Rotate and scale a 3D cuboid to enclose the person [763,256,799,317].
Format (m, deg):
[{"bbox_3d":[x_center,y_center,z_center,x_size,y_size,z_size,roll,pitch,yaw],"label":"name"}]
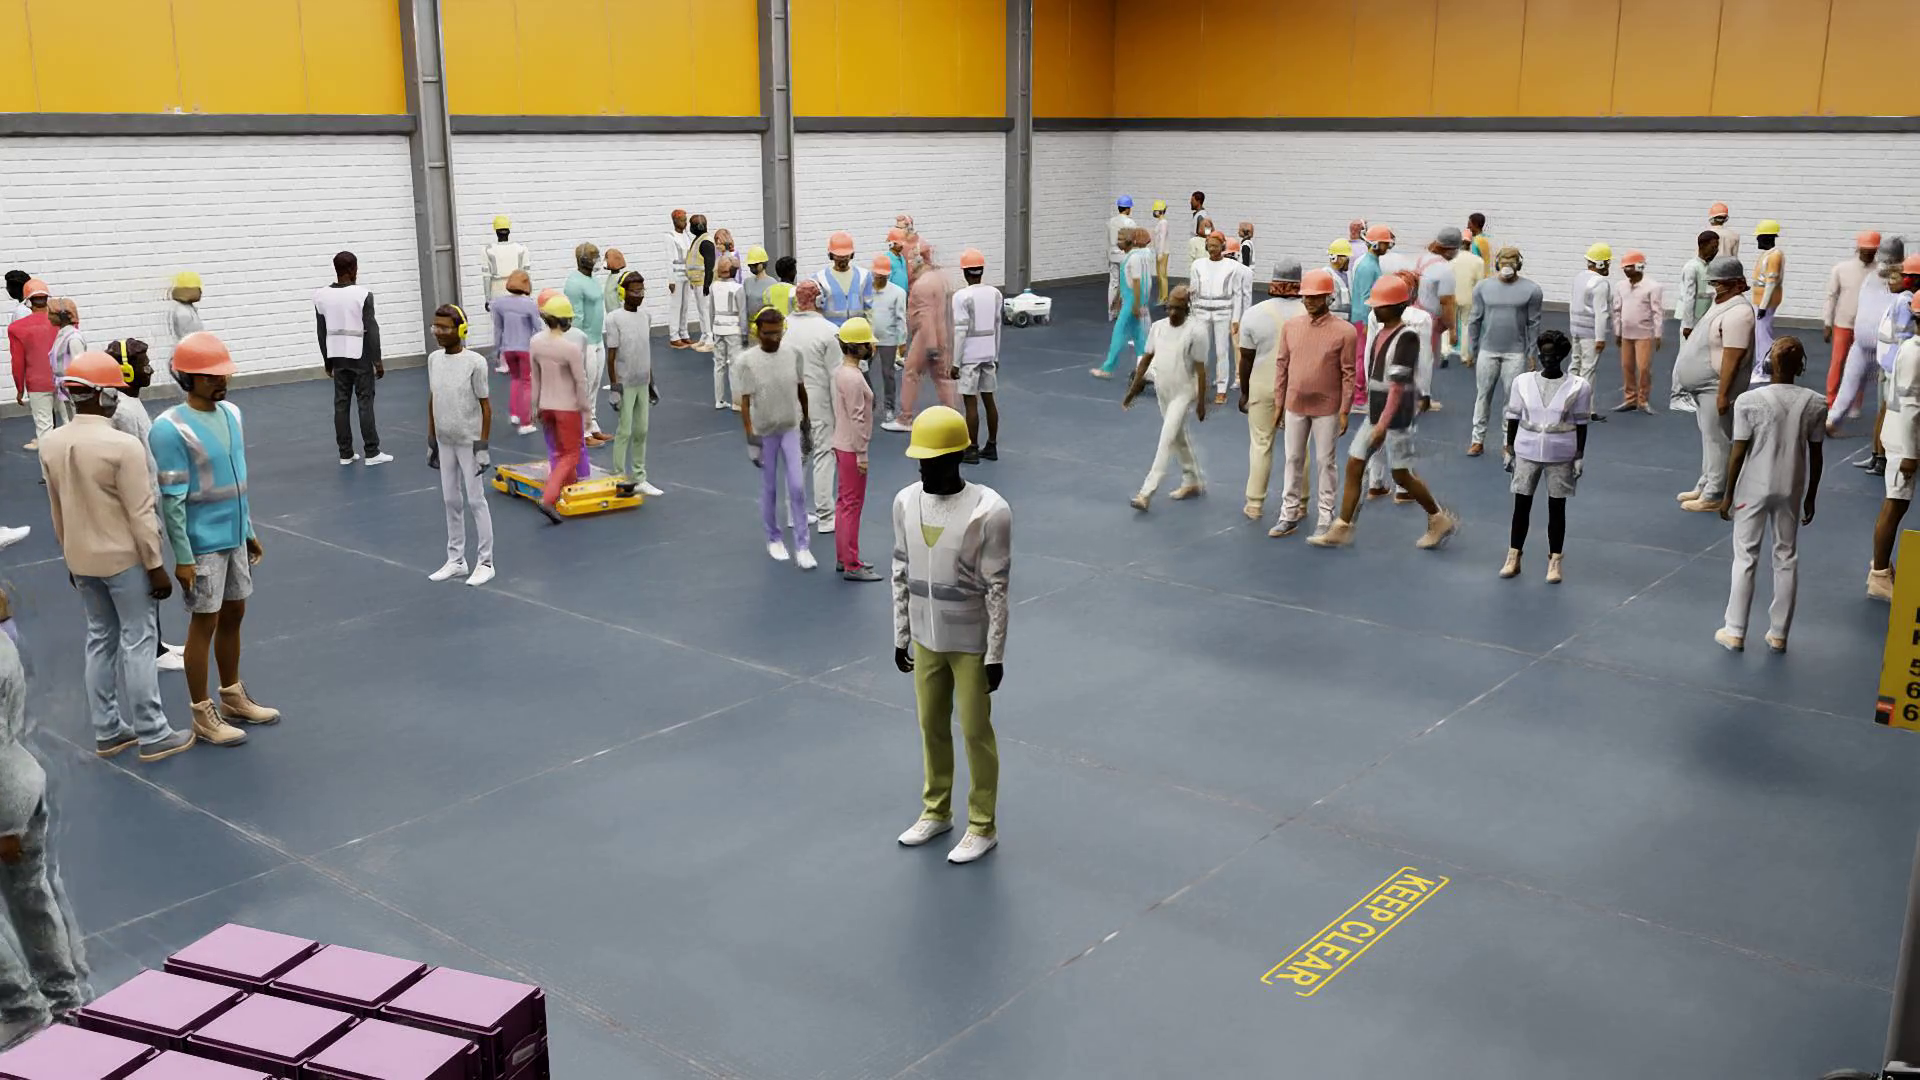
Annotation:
[{"bbox_3d":[-1.782,-2.077,17.173,0.531,1.695,0.320,9,16,31],"label":"person"}]

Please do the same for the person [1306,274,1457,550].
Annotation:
[{"bbox_3d":[3.072,-0.891,11.832,0.999,2.002,0.607,-3,14,-12],"label":"person"}]

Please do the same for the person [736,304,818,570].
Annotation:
[{"bbox_3d":[-1.228,-0.700,11.396,0.547,1.827,0.816,-5,15,-18],"label":"person"}]

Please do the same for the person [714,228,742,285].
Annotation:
[{"bbox_3d":[-3.190,-3.380,22.492,0.515,1.641,0.309,3,14,11],"label":"person"}]

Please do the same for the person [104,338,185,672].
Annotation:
[{"bbox_3d":[-4.547,-0.191,9.284,0.328,1.872,0.510,-9,17,-33],"label":"person"}]

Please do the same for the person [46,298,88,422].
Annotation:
[{"bbox_3d":[-7.262,-1.169,13.659,0.310,1.638,0.522,-11,18,-38],"label":"person"}]

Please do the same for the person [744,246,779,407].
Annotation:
[{"bbox_3d":[-2.118,-2.228,17.660,0.528,1.760,0.338,12,19,40],"label":"person"}]

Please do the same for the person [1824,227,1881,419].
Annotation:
[{"bbox_3d":[9.301,-2.242,17.241,0.613,1.992,0.414,5,15,19],"label":"person"}]

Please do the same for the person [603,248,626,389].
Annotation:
[{"bbox_3d":[-3.933,-2.510,19.022,0.285,1.636,0.497,-8,16,-29],"label":"person"}]

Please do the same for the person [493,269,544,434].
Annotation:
[{"bbox_3d":[-4.337,-1.862,16.467,0.535,1.616,0.400,4,15,14],"label":"person"}]

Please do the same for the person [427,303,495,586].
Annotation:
[{"bbox_3d":[-3.335,-0.624,11.037,0.513,1.862,0.328,6,15,23],"label":"person"}]

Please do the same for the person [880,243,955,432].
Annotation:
[{"bbox_3d":[-0.425,-1.994,16.499,0.868,1.870,0.656,3,14,12],"label":"person"}]

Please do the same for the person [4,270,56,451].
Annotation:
[{"bbox_3d":[-8.738,-1.696,15.674,0.320,1.686,0.539,-5,15,-19],"label":"person"}]

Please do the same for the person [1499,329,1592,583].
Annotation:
[{"bbox_3d":[3.897,-0.557,11.091,0.542,1.697,0.316,8,16,28],"label":"person"}]

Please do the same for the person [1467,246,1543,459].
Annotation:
[{"bbox_3d":[4.962,-1.713,15.227,0.637,1.936,0.355,6,15,22],"label":"person"}]

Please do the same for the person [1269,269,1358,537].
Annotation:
[{"bbox_3d":[2.581,-0.980,12.184,0.612,1.995,0.382,9,17,32],"label":"person"}]

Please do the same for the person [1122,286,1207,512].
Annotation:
[{"bbox_3d":[1.658,-1.130,13.218,0.986,1.780,0.633,-11,18,-38],"label":"person"}]

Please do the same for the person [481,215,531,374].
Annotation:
[{"bbox_3d":[-5.561,-3.007,20.427,0.587,1.925,0.373,-7,16,-26],"label":"person"}]

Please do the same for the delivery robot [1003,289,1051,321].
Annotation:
[{"bbox_3d":[1.022,-3.563,25.236,0.707,0.478,0.477,-8,16,-28],"label":"delivery robot"}]

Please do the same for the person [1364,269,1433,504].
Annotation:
[{"bbox_3d":[3.542,-1.236,13.431,0.343,1.882,0.585,-13,19,-43],"label":"person"}]

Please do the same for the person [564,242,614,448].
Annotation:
[{"bbox_3d":[-3.525,-1.848,15.767,0.355,1.936,0.635,2,14,7],"label":"person"}]

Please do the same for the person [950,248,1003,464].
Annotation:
[{"bbox_3d":[0.126,-1.651,14.988,0.548,1.934,0.375,-12,18,-39],"label":"person"}]

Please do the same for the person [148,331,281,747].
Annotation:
[{"bbox_3d":[-3.652,-0.010,8.209,0.391,2.041,0.615,3,14,10],"label":"person"}]

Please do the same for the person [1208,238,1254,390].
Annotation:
[{"bbox_3d":[3.108,-2.609,19.202,0.566,1.745,0.343,13,19,43],"label":"person"}]

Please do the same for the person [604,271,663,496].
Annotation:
[{"bbox_3d":[-2.653,-1.250,13.528,0.309,1.864,0.535,9,16,31],"label":"person"}]

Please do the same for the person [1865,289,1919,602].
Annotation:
[{"bbox_3d":[6.100,-0.618,10.636,0.380,2.045,0.605,8,16,30],"label":"person"}]

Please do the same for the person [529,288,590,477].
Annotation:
[{"bbox_3d":[-3.204,-1.121,13.241,0.345,1.746,0.573,10,17,34],"label":"person"}]

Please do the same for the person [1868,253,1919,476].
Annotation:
[{"bbox_3d":[8.192,-1.515,14.436,0.369,1.939,0.542,6,15,24],"label":"person"}]

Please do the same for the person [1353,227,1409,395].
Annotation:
[{"bbox_3d":[4.675,-2.510,18.477,0.639,1.908,0.409,7,16,27],"label":"person"}]

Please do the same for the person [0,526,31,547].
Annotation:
[{"bbox_3d":[-7.217,-0.762,11.704,0.568,1.809,0.981,11,18,38],"label":"person"}]

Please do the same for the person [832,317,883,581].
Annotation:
[{"bbox_3d":[-0.696,-0.608,11.161,0.316,1.769,0.525,-3,14,-13],"label":"person"}]

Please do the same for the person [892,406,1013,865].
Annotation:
[{"bbox_3d":[-0.053,0.392,6.869,0.582,1.919,0.396,10,17,34],"label":"person"}]

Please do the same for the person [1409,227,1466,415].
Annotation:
[{"bbox_3d":[4.900,-2.300,17.363,0.720,2.000,0.715,-3,14,-10],"label":"person"}]

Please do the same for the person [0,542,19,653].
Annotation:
[{"bbox_3d":[-5.396,-0.035,8.928,0.670,1.748,0.373,7,16,27],"label":"person"}]

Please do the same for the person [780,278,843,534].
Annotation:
[{"bbox_3d":[-1.100,-1.002,12.478,0.640,1.900,0.400,10,17,34],"label":"person"}]
